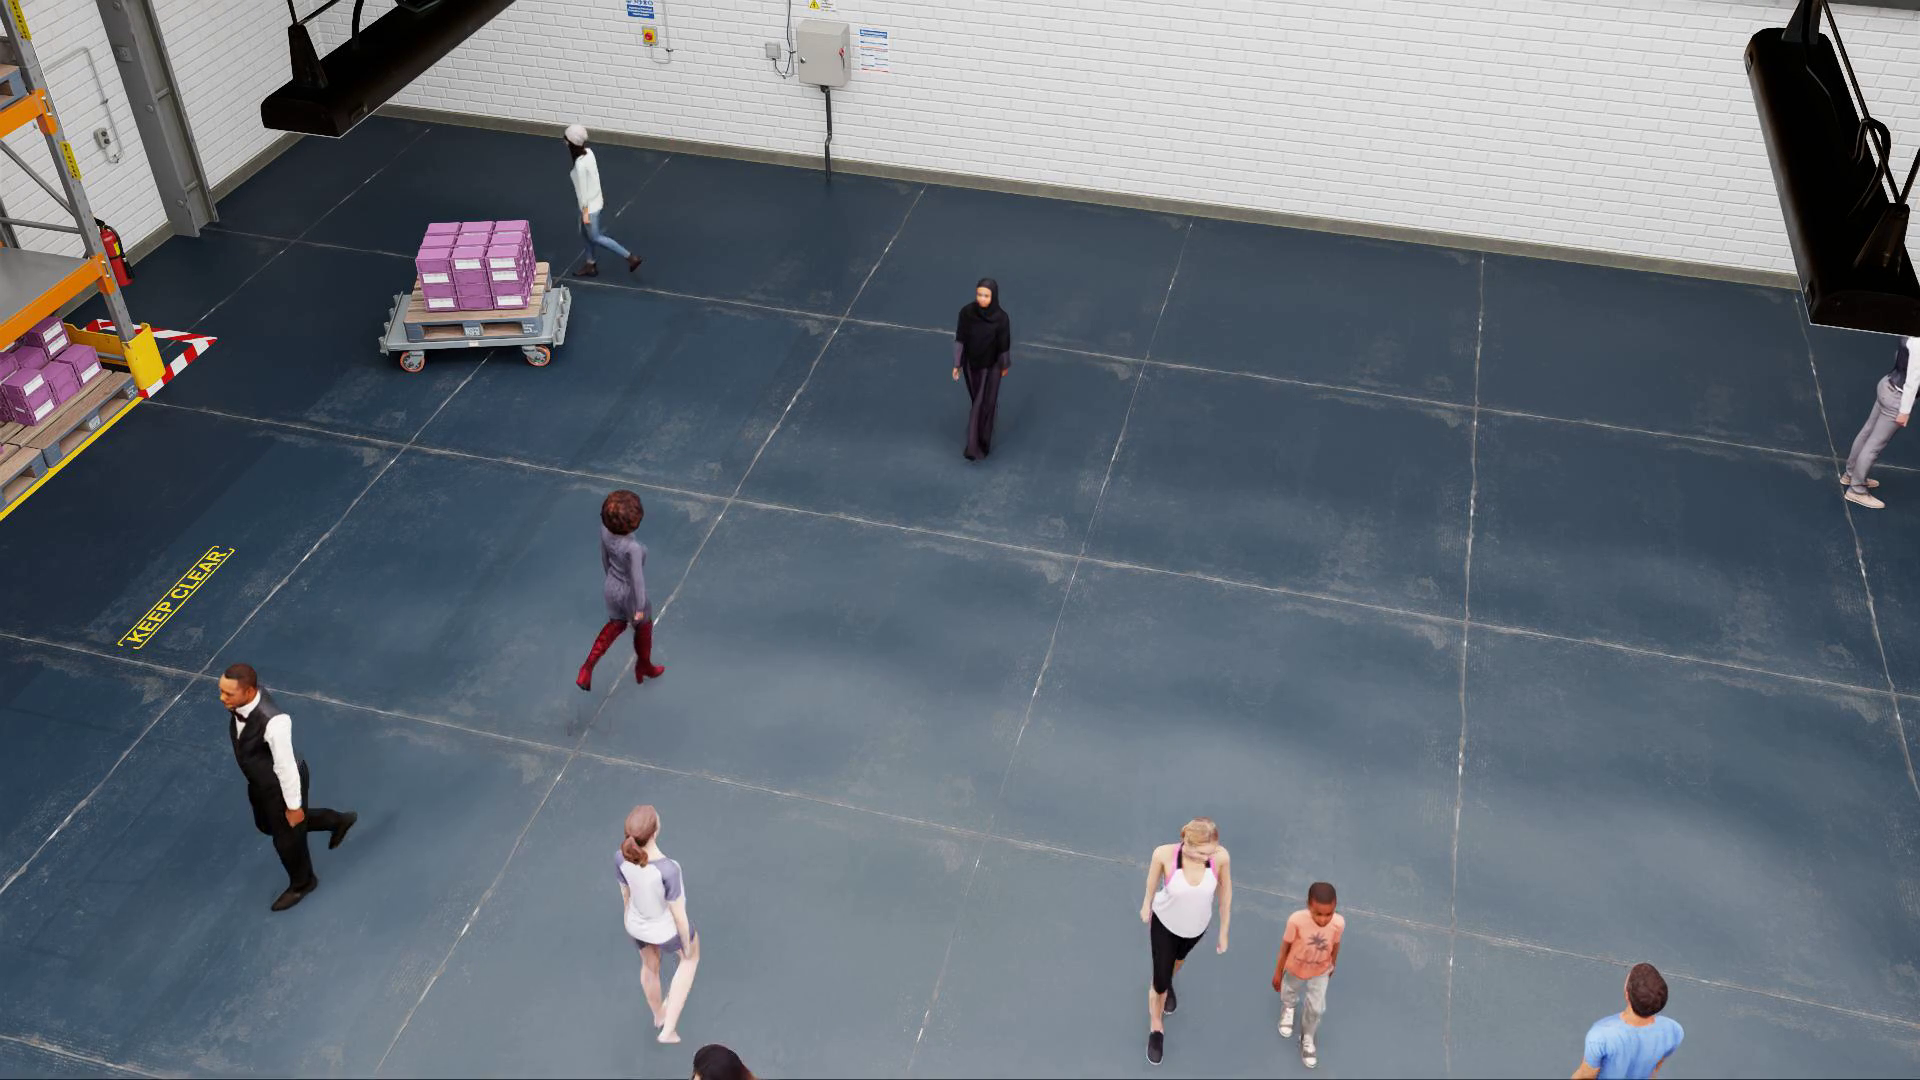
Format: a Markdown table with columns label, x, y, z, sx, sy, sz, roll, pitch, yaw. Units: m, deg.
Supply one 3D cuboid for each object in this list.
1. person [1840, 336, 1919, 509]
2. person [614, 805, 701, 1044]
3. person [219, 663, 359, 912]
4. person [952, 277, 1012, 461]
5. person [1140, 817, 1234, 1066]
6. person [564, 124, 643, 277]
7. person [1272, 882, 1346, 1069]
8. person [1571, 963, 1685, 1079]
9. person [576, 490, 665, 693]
| label | x | y | z | sx | sy | sz | roll | pitch | yaw |
| --- | --- | --- | --- | --- | --- | --- | --- | --- | --- |
| person | 7.506 | -1.174 | 13.324 | 0.718 | 1.938 | 0.507 | 11 | 40 | 14 |
| person | -1.721 | 2.197 | 9.247 | 0.594 | 1.757 | 0.696 | 12 | 40 | 14 |
| person | -4.082 | 1.417 | 10.106 | 0.960 | 1.905 | 1.087 | 30 | 47 | 32 |
| person | 0.214 | -1.540 | 14.047 | 0.701 | 1.608 | 1.140 | 15 | 41 | 18 |
| person | 1.249 | 2.072 | 9.405 | 0.768 | 1.757 | 0.946 | -2 | 39 | -2 |
| person | -3.526 | -3.270 | 16.198 | 0.836 | 1.625 | 0.965 | 0 | 39 | 0 |
| person | 1.960 | 2.338 | 9.440 | 0.514 | 1.295 | 0.654 | 8 | 39 | 10 |
| person | 3.270 | 2.813 | 8.391 | 0.724 | 1.863 | 0.693 | -5 | 39 | -6 |
| person | -2.368 | 0.428 | 11.516 | 0.883 | 1.690 | 1.033 | 30 | 48 | 32 |
